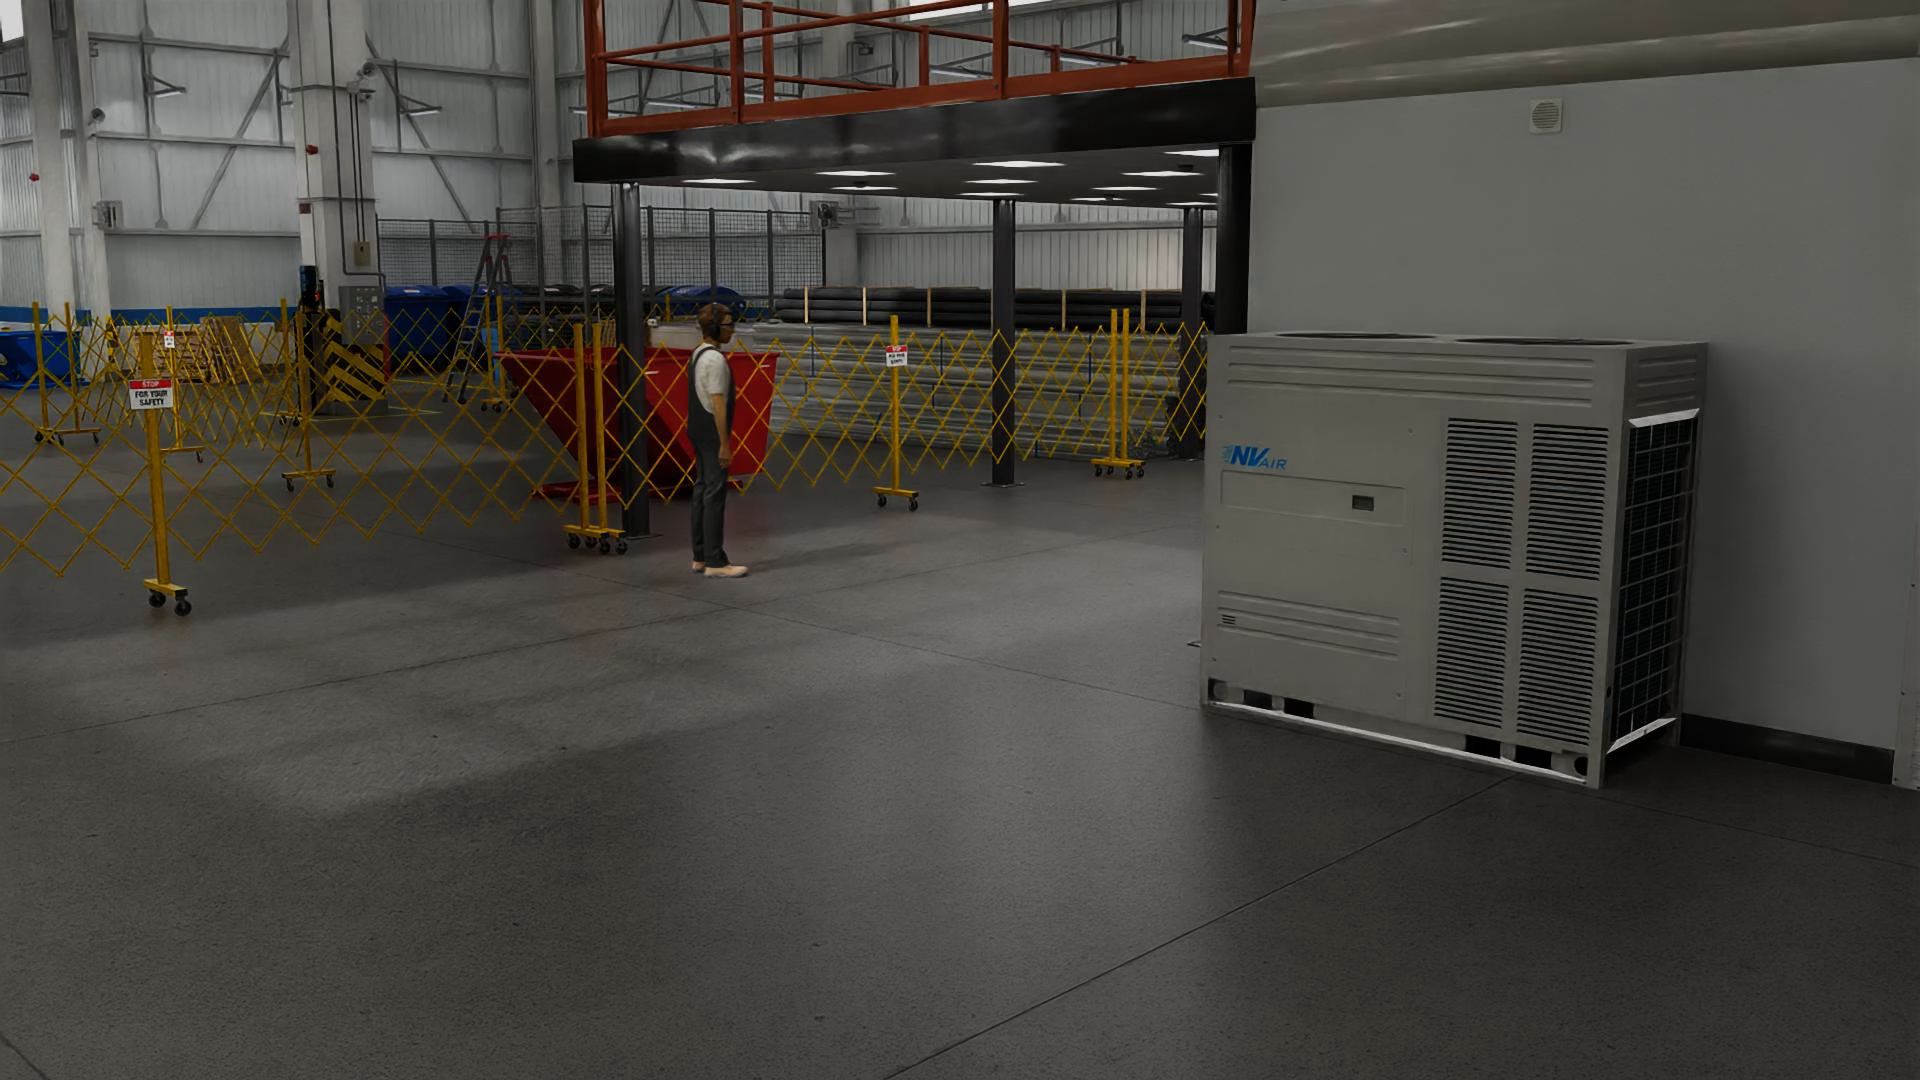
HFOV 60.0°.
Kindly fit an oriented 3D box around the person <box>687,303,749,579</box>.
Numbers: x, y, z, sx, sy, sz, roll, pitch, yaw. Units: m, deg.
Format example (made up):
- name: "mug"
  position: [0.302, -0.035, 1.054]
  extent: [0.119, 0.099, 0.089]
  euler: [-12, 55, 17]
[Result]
- name: "person"
  position: [-1.655, -0.664, 11.184]
  extent: [0.345, 1.845, 0.505]
  euler: [-4, 10, -25]
